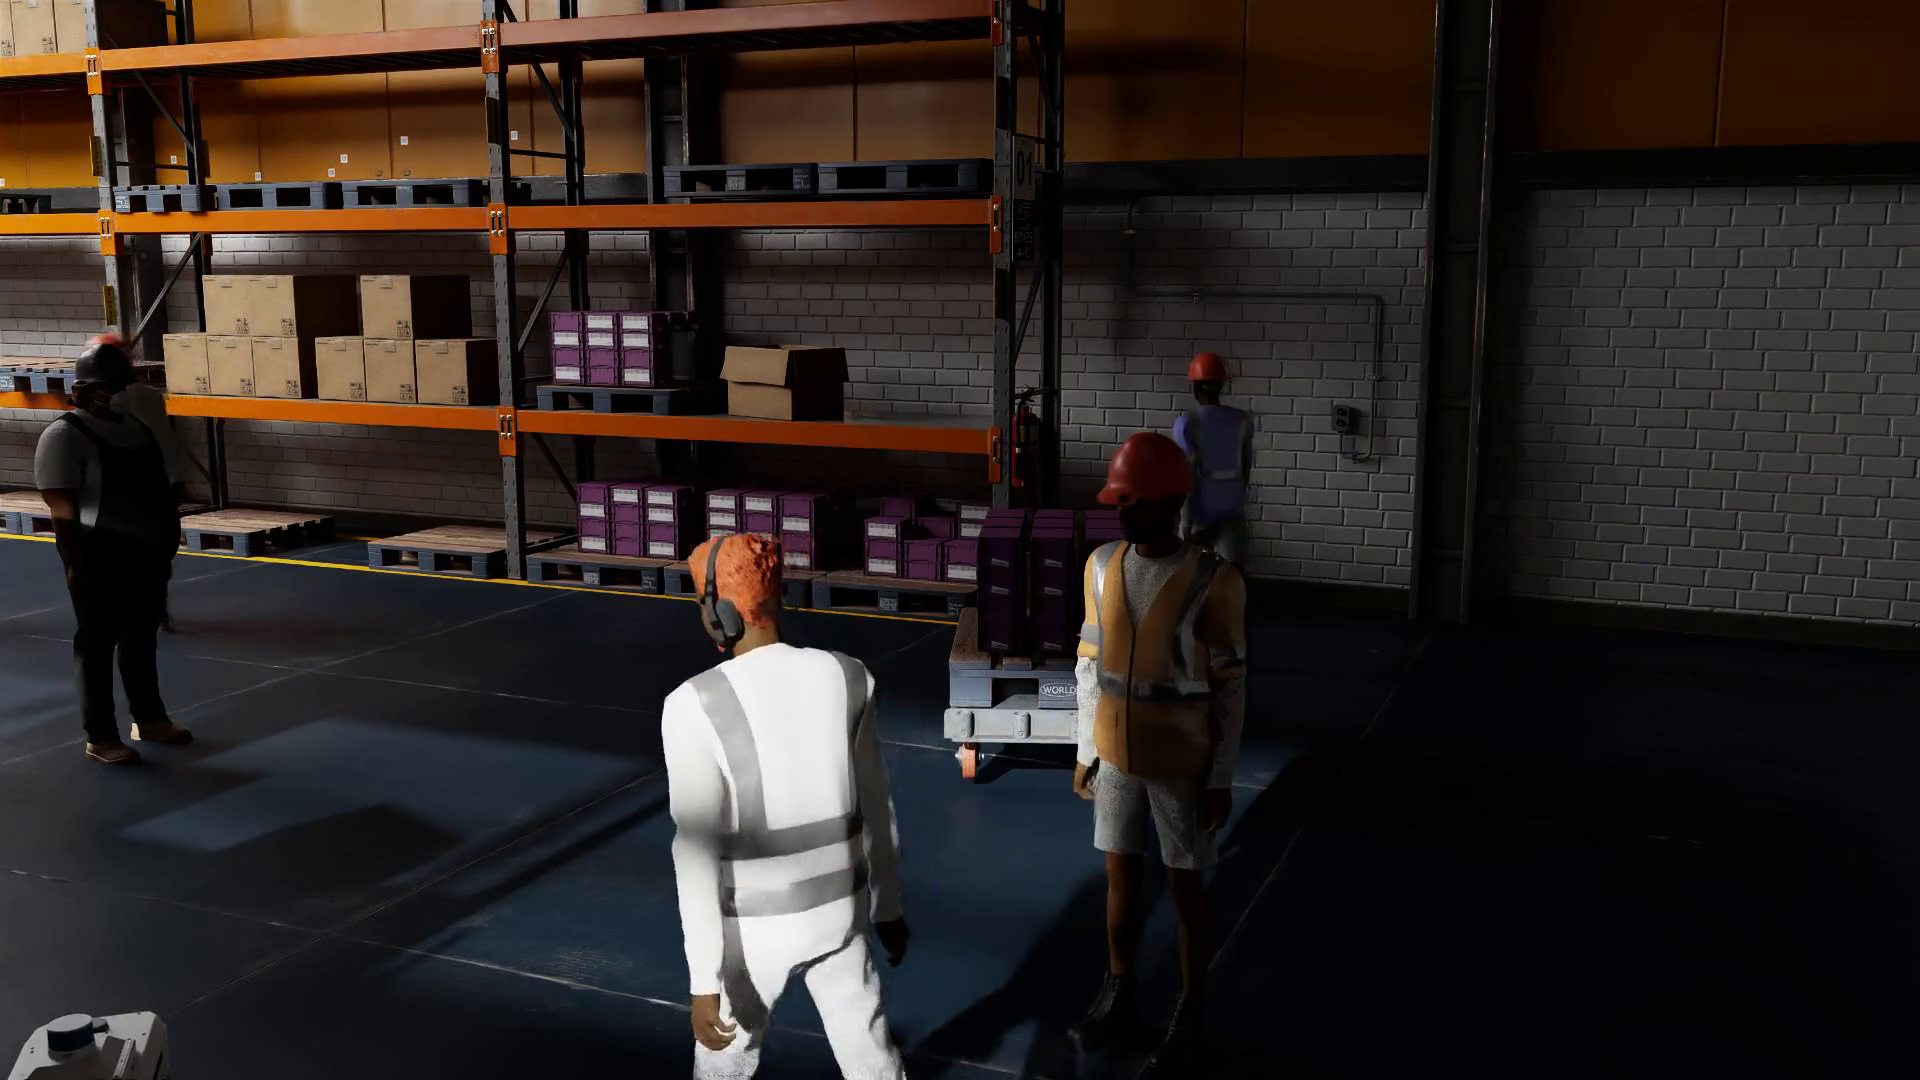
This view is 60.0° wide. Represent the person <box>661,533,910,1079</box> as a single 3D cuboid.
[{"bbox_3d":[-0.376,0.892,3.855,0.643,1.814,1.067,-7,12,-37],"label":"person"}]

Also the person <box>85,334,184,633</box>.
[{"bbox_3d":[-5.582,-0.375,11.000,0.967,1.942,0.639,5,11,26],"label":"person"}]

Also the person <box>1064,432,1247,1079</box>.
[{"bbox_3d":[0.563,0.640,4.954,0.551,1.932,0.376,7,12,37],"label":"person"}]

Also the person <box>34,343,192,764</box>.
[{"bbox_3d":[-4.094,0.052,8.160,0.538,2.000,0.684,2,10,12],"label":"person"}]

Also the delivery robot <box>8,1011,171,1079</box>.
[{"bbox_3d":[-2.187,1.421,4.125,0.477,0.478,0.707,-3,10,-18],"label":"delivery robot"}]

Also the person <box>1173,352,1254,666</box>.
[{"bbox_3d":[1.536,-0.191,10.104,0.545,1.892,1.012,-2,10,-14],"label":"person"}]
